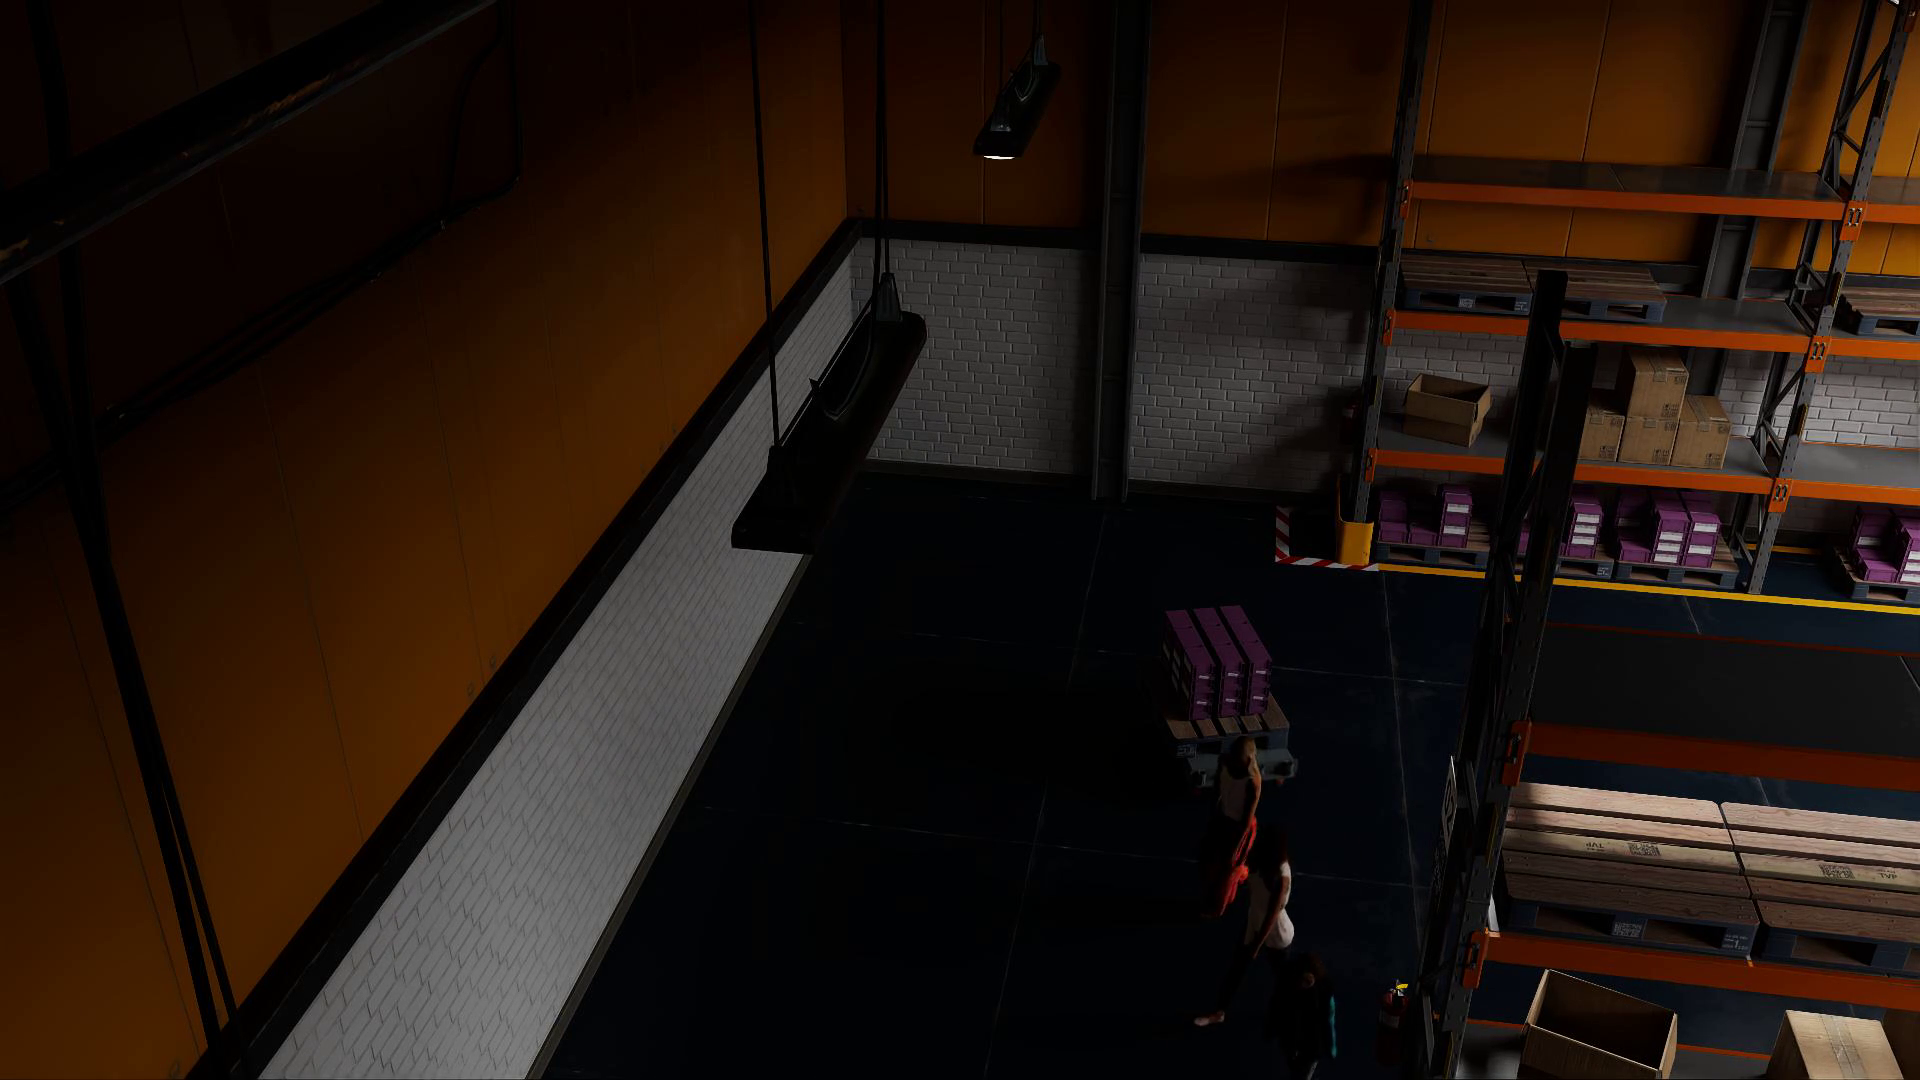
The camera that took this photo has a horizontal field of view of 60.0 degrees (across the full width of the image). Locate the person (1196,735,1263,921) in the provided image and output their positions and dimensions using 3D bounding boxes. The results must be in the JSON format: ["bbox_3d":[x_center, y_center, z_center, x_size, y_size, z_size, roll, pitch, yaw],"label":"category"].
[{"bbox_3d":[2.098,2.126,12.257,0.929,1.774,0.869,-13,31,-22],"label":"person"}]

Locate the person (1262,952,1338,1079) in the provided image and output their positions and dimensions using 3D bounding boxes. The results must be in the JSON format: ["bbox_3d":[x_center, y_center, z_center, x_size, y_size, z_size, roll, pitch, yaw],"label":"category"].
[{"bbox_3d":[2.227,3.161,10.697,1.026,1.449,0.949,21,35,33],"label":"person"}]

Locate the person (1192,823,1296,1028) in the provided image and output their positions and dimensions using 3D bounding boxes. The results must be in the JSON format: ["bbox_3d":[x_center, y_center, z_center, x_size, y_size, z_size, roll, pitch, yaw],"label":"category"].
[{"bbox_3d":[2.187,2.644,11.345,1.150,1.737,0.977,-11,31,-20],"label":"person"}]
